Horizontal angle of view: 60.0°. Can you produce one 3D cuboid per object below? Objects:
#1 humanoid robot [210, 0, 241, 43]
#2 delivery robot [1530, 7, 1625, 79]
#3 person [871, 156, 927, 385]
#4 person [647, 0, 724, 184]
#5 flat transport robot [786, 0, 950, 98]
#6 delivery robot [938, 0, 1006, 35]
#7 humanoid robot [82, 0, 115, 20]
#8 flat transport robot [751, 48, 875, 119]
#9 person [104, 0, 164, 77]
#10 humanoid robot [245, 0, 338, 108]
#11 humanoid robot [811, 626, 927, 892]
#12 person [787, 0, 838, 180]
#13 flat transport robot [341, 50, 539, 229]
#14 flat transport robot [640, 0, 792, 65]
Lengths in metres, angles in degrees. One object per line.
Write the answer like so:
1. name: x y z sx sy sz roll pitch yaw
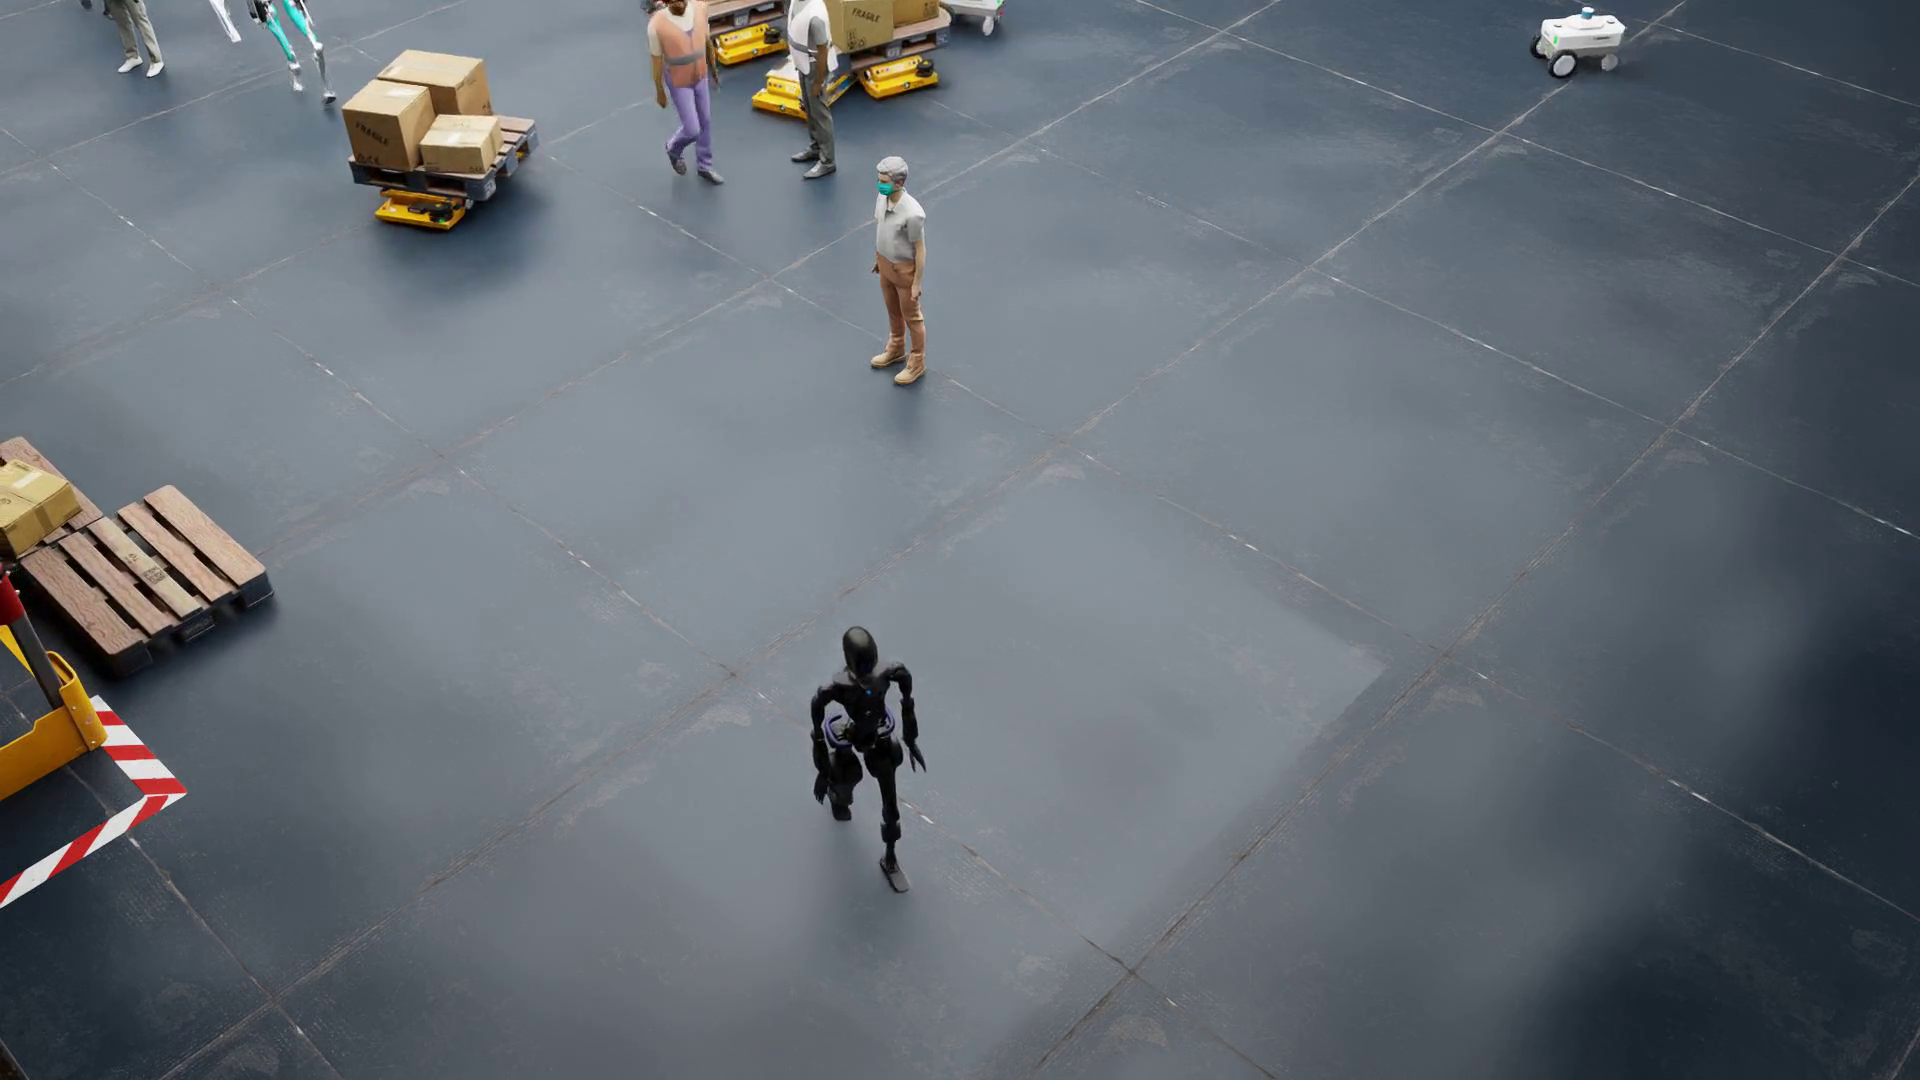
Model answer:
1. humanoid robot: -7.142 -5.662 15.746 0.545 1.793 0.951 -23 47 -24
2. delivery robot: 5.753 -4.651 15.484 0.779 0.597 0.499 -6 42 -7
3. person: -0.422 -1.874 11.503 0.306 1.745 0.486 -28 49 -27
4. person: -2.221 -3.727 13.508 0.454 1.820 0.583 29 50 29
5. flat transport robot: -0.843 -4.580 15.617 0.659 0.231 1.431 -21 46 -22
6. delivery robot: 0.066 -5.250 16.158 0.780 0.609 0.515 11 43 12
7. humanoid robot: -8.447 -5.825 15.948 0.605 1.654 0.401 -31 50 -30
8. flat transport robot: -1.276 -4.306 15.312 0.659 0.231 1.431 18 45 19
9. person: -7.635 -5.010 15.070 0.513 1.637 0.314 13 44 14
10. humanoid robot: -5.865 -4.601 14.580 0.532 1.784 0.996 -31 50 -30
11. humanoid robot: -0.492 1.026 8.370 0.595 1.638 0.761 -17 45 -18
12. person: -1.209 -3.866 13.645 0.391 1.845 0.562 -14 44 -15
13. flat transport robot: -4.258 -3.069 13.937 0.659 0.231 1.431 10 43 11
14. flat transport robot: -2.326 -5.018 16.103 0.659 0.231 1.431 -24 47 -24
